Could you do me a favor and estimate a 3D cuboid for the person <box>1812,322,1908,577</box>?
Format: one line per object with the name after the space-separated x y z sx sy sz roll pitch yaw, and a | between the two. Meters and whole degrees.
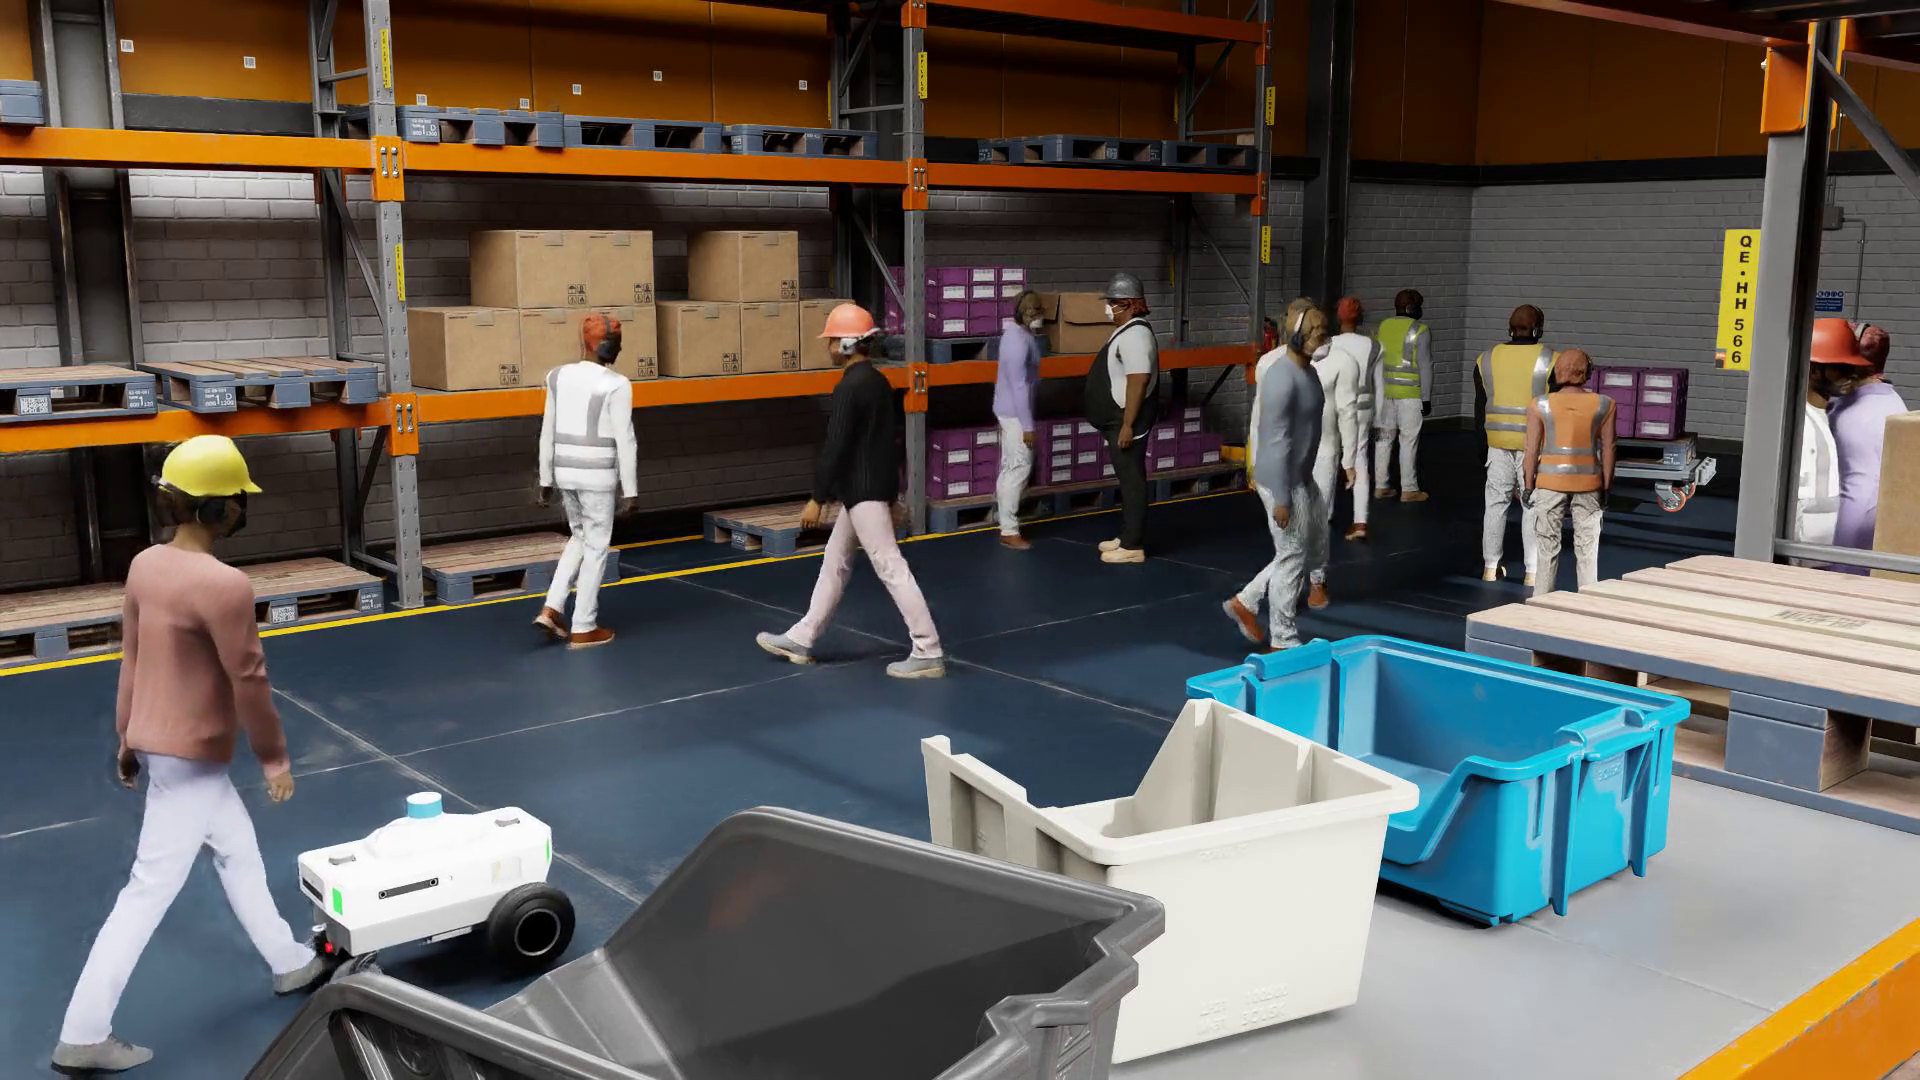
3.720 0.041 7.035 0.404 1.911 0.636 8 13 38 | person

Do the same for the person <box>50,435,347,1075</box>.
-2.146 0.573 4.605 0.532 1.714 0.922 8 13 39 | person

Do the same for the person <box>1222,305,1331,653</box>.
1.715 -0.278 8.789 0.508 1.918 0.639 4 11 23 | person

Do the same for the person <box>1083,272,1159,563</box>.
1.135 -0.865 11.732 0.536 2.000 0.683 1 10 6 | person

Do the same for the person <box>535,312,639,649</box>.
-2.055 -0.318 9.178 0.613 1.862 0.451 6 12 31 | person

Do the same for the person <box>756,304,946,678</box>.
-0.547 -0.244 8.596 1.075 1.929 0.610 2 10 10 | person

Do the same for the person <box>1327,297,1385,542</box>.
2.942 -0.920 12.631 0.587 1.838 0.999 0 10 -1 | person

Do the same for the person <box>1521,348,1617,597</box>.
3.511 -0.286 9.618 0.515 1.639 0.314 2 10 13 | person

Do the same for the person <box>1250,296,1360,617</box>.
2.030 -0.481 9.909 0.654 1.922 0.435 6 12 31 | person

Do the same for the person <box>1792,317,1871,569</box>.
3.467 0.058 6.856 0.379 1.937 0.547 6 12 31 | person

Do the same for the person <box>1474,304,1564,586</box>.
3.688 -0.620 10.925 0.627 1.844 0.429 9 13 40 | person

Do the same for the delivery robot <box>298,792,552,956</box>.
-1.629 1.017 5.094 0.707 0.478 0.477 -8 13 -38 | delivery robot

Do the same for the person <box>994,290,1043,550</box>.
0.435 -0.892 12.313 0.376 1.904 0.764 0 10 1 | person

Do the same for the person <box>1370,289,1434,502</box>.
3.861 -1.257 14.498 0.429 1.839 0.630 -8 13 -36 | person
